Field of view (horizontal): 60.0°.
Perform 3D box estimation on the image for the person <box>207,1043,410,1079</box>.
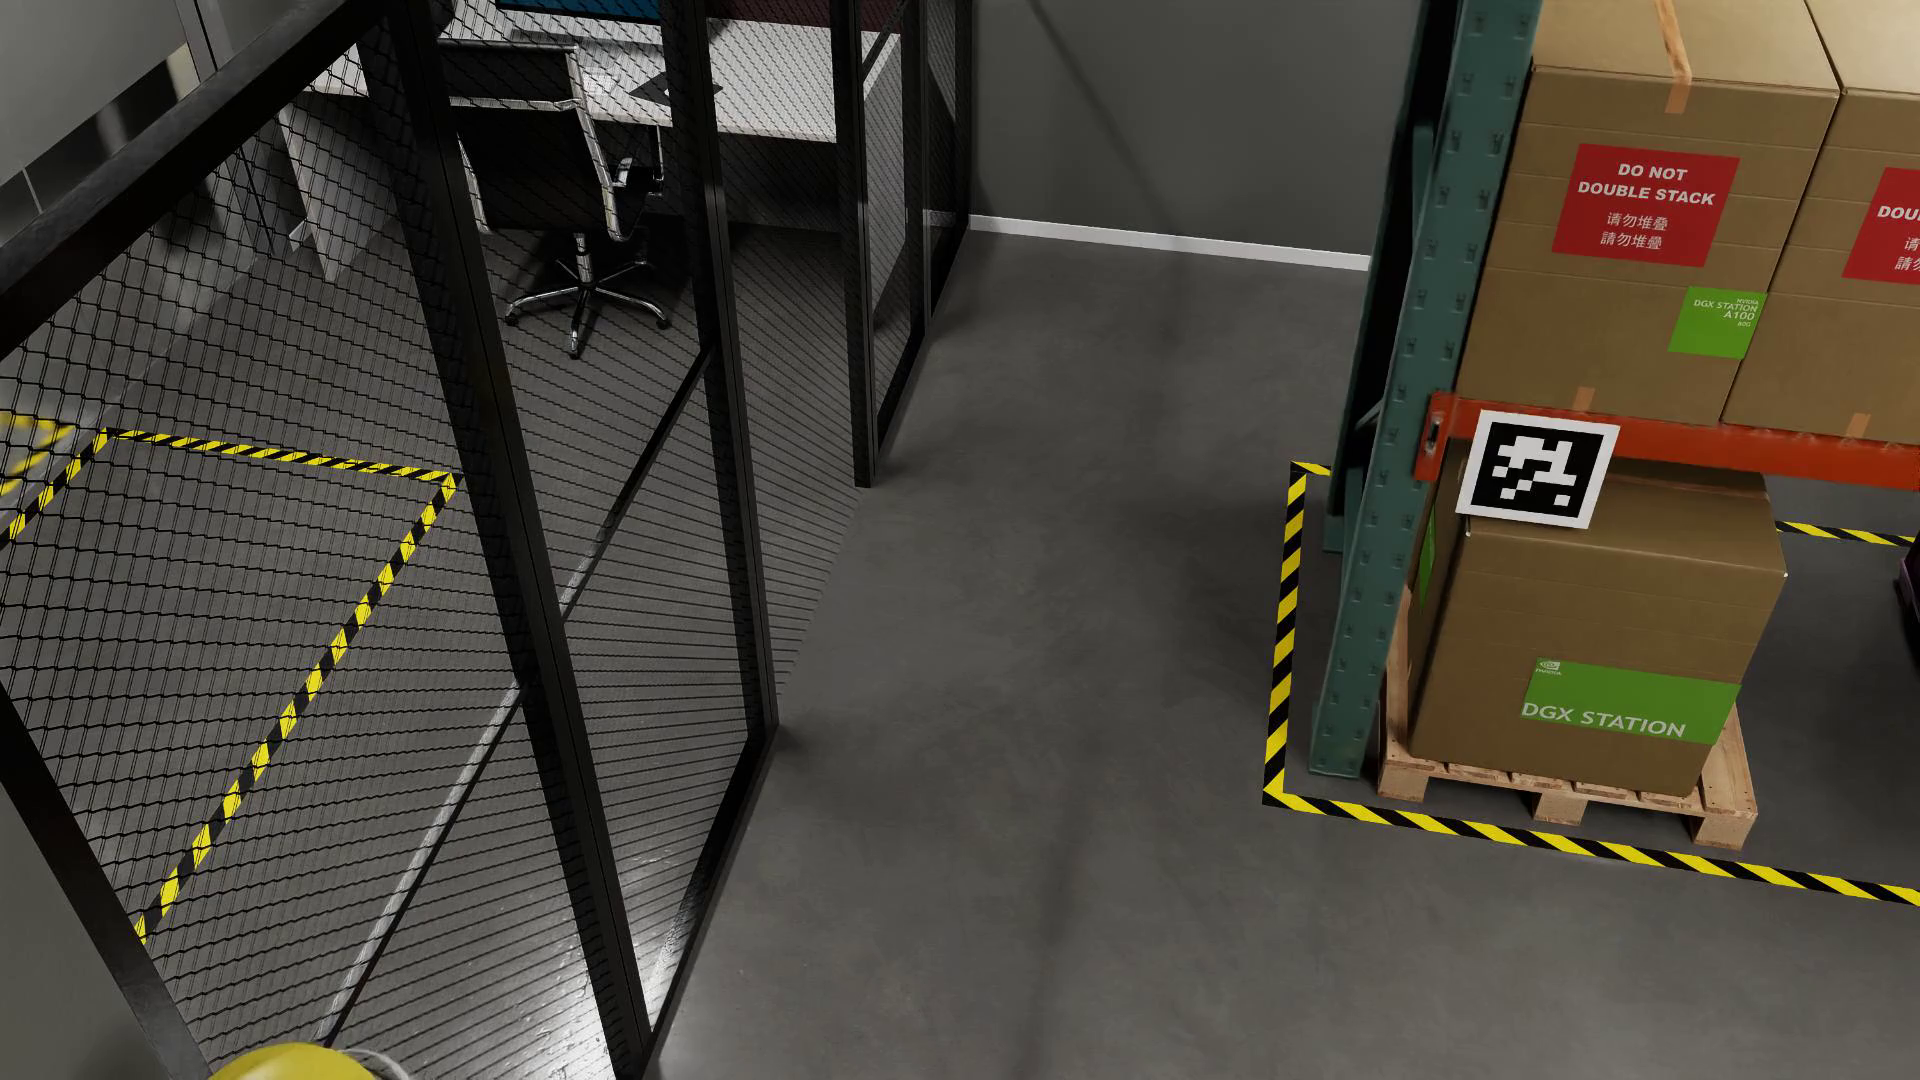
[{"bbox_3d":[-0.677,1.220,2.173,0.590,1.833,0.403,12,43,14],"label":"person"}]
